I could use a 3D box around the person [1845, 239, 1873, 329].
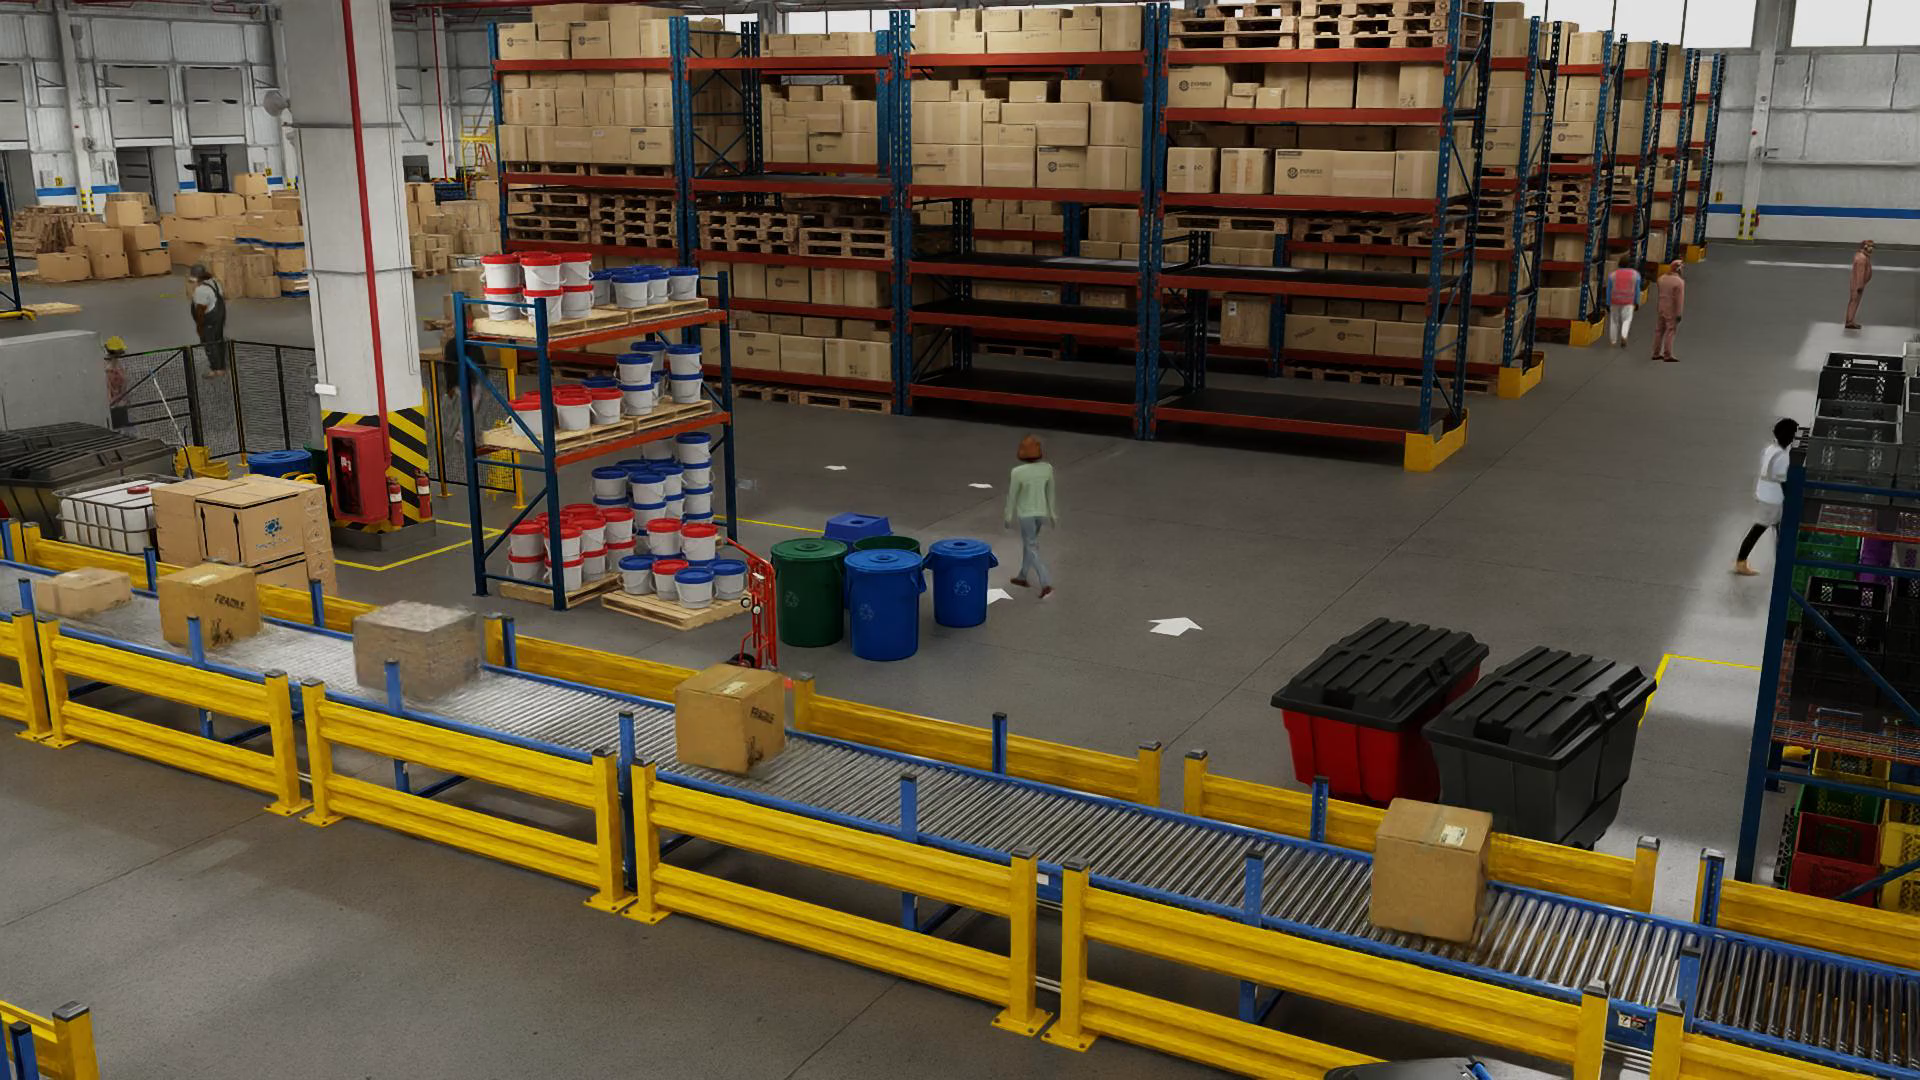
[{"bbox_3d":[19.239,-5.464,35.535,0.398,1.899,0.644,8,17,26],"label":"person"}]

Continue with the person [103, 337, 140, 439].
[{"bbox_3d":[-11.353,-1.865,22.302,0.824,1.737,0.521,-7,16,-25],"label":"person"}]

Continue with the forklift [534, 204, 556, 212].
[{"bbox_3d":[-8.057,-5.442,33.559,1.873,2.768,1.129,8,17,28],"label":"forklift"}]

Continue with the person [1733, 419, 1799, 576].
[{"bbox_3d":[8.414,-0.414,16.985,0.854,1.649,0.554,4,16,16],"label":"person"}]

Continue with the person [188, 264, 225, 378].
[{"bbox_3d":[-13.296,-3.904,29.385,0.533,2.000,0.807,1,15,5],"label":"person"}]

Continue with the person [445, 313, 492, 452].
[{"bbox_3d":[-6.779,-2.161,22.974,0.428,1.972,0.634,7,16,23],"label":"person"}]

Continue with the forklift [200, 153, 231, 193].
[{"bbox_3d":[-27.439,-12.865,61.464,1.873,2.768,1.129,8,17,28],"label":"forklift"}]

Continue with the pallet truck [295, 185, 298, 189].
[{"bbox_3d":[-26.804,-14.617,69.738,1.885,1.965,0.823,-14,20,-42],"label":"pallet truck"}]

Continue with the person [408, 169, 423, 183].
[{"bbox_3d":[-22.979,-14.710,70.296,0.630,1.898,0.982,-1,15,-5],"label":"person"}]

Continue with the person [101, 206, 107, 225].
[{"bbox_3d":[-26.114,-9.433,51.020,0.518,1.600,0.836,2,15,8],"label":"person"}]

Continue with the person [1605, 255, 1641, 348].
[{"bbox_3d":[13.001,-4.674,32.687,0.650,1.824,0.490,6,16,22],"label":"person"}]

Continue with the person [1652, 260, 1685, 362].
[{"bbox_3d":[13.279,-4.278,31.069,0.400,1.902,0.642,-5,16,-17],"label":"person"}]

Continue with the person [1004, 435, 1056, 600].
[{"bbox_3d":[0.732,-0.230,16.421,0.520,1.603,0.819,-10,18,-34],"label":"person"}]
